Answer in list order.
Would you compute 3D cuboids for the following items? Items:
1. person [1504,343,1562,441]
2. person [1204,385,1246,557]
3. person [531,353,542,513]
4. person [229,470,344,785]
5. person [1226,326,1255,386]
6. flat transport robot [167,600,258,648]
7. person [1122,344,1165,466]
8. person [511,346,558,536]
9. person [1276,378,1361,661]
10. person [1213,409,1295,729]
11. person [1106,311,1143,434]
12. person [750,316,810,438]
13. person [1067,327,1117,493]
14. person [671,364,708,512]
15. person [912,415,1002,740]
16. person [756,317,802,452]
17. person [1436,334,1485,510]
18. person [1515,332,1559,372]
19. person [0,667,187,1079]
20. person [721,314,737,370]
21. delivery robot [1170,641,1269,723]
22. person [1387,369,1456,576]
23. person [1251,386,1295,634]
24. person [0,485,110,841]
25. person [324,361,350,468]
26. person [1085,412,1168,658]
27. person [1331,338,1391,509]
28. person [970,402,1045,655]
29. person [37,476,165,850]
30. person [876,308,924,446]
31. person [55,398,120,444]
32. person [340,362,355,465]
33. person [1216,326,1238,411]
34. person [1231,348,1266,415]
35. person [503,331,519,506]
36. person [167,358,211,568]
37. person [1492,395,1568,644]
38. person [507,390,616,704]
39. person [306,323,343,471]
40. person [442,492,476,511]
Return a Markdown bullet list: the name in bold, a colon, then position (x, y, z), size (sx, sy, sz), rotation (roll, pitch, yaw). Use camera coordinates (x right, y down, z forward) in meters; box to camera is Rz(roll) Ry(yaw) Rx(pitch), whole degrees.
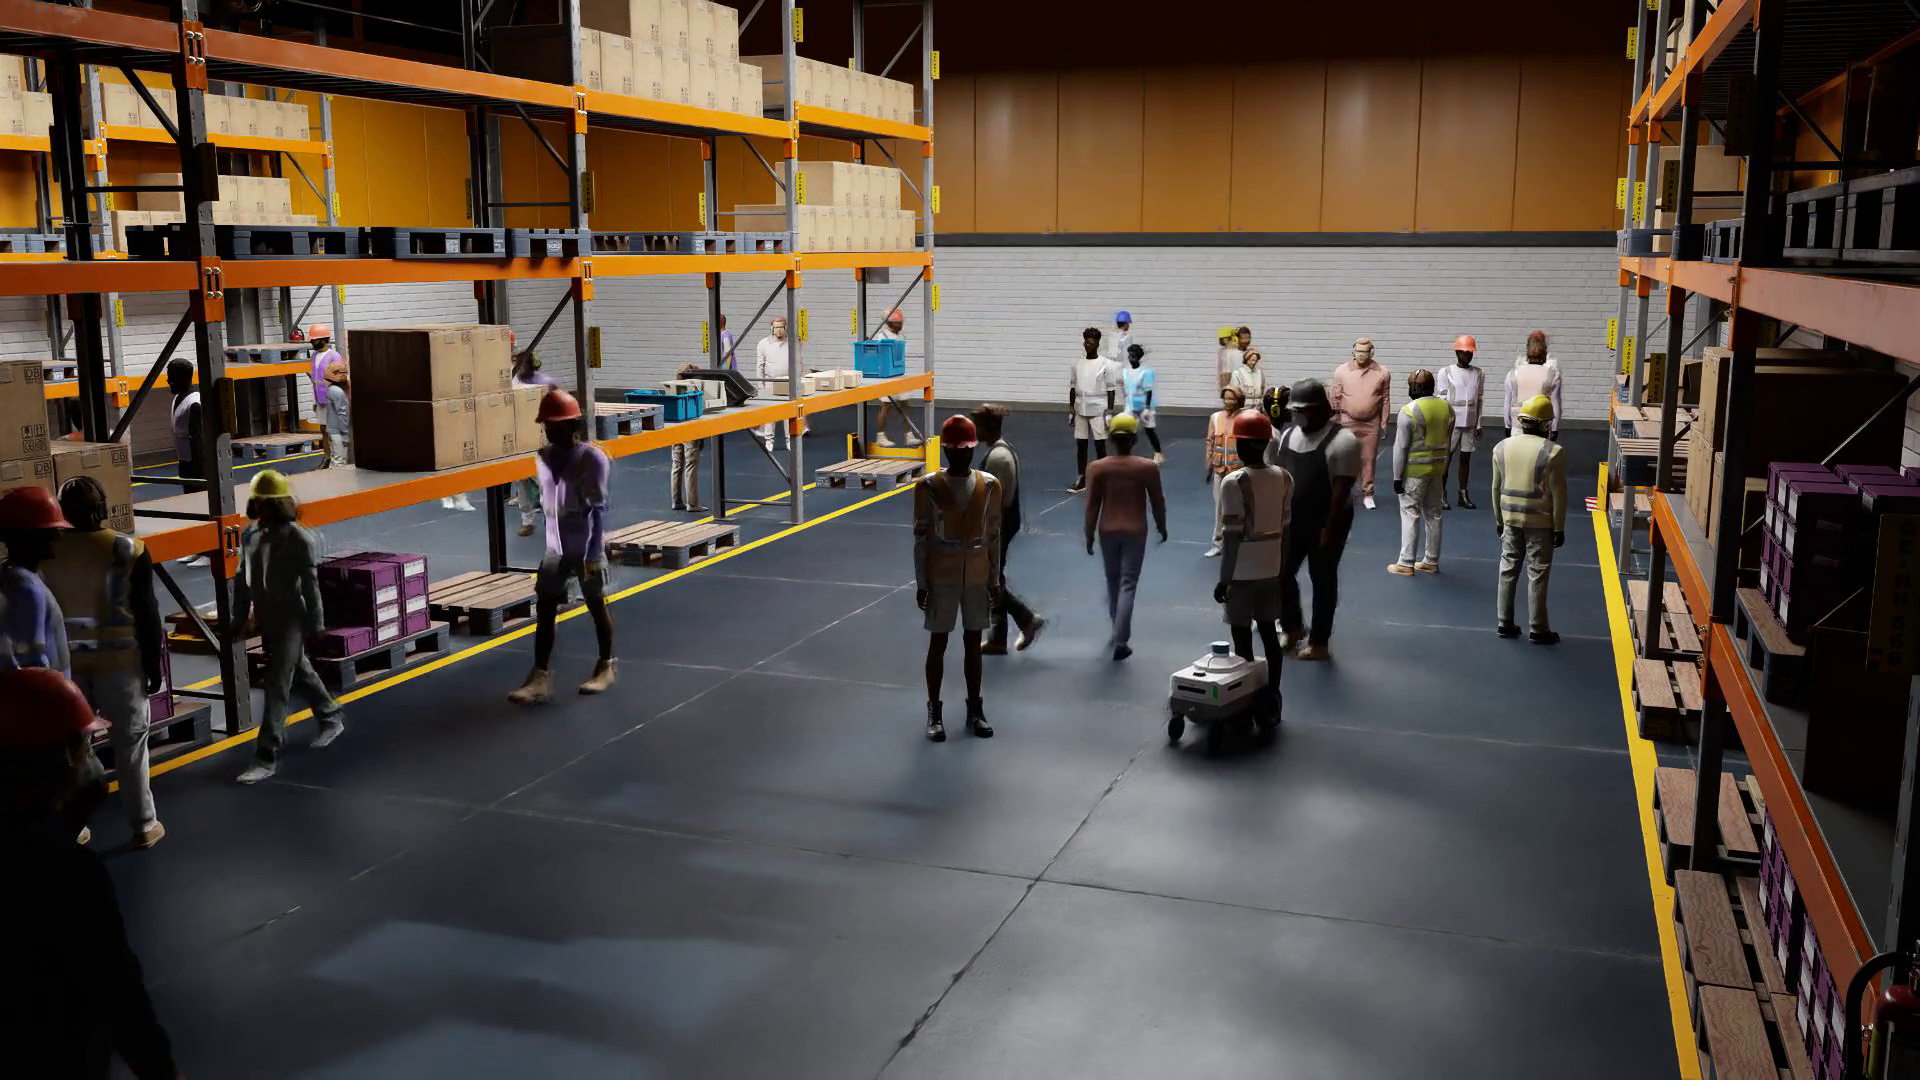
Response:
- **person**: position (6.400, -1.277, 18.607), size (0.630, 1.835, 0.429), rotation (7, 12, 33)
- **person**: position (2.531, -0.630, 15.507), size (0.522, 1.637, 0.310), rotation (8, 13, 37)
- **person**: position (-4.678, -1.179, 18.262), size (0.526, 1.760, 0.341), rotation (10, 14, 44)
- **person**: position (-3.791, 0.435, 9.345), size (0.483, 1.697, 0.914), rotation (5, 11, 24)
- **person**: position (3.790, -1.920, 22.170), size (0.551, 1.848, 0.397), rotation (-6, 11, -29)
- **flat transport robot**: position (-5.353, 0.564, 12.622), size (0.652, 0.197, 1.431), rotation (3, 10, 14)
- **person**: position (2.338, -1.738, 21.694), size (0.897, 1.645, 0.565), rotation (-10, 14, -44)
- **person**: position (-4.348, -0.998, 16.778), size (0.646, 1.920, 0.487), rotation (1, 10, 8)
- **person**: position (2.459, -0.151, 11.668), size (0.542, 2.000, 0.680), rotation (-10, 14, -44)
- **person**: position (1.760, 0.174, 10.133), size (0.552, 1.935, 0.374), rotation (-7, 12, -34)
- **person**: position (2.534, -2.602, 25.878), size (1.013, 1.890, 0.635), rotation (-7, 12, -34)
- **person**: position (-2.708, -2.463, 25.213), size (0.995, 1.861, 0.660), rotation (5, 11, 28)
- **person**: position (1.537, -1.516, 19.567), size (0.610, 1.966, 0.363), rotation (7, 12, 33)
- **person**: position (-3.000, -1.120, 18.280), size (0.517, 1.634, 0.311), rotation (8, 13, 37)
- **person**: position (-0.004, 0.222, 9.863), size (0.546, 1.938, 0.361), rotation (-3, 10, -15)
- **person**: position (-2.548, -2.194, 23.555), size (0.653, 1.906, 0.408), rotation (-3, 10, -14)
- **person**: position (5.543, -1.301, 18.425), size (0.545, 1.942, 0.350), rotation (-2, 10, -9)
- **person**: position (7.158, -1.675, 20.830), size (0.989, 1.831, 0.575), rotation (-8, 13, -37)
- **person**: position (-2.180, 1.268, 3.964), size (0.603, 1.946, 1.034), rotation (8, 13, 38)
- **person**: position (-3.732, -2.664, 26.380), size (0.377, 1.841, 0.567), rotation (-4, 11, -19)
- **delivery robot**: position (1.554, 0.851, 9.948), size (0.477, 0.478, 0.707), rotation (7, 13, 36)
- **person**: position (4.075, -0.592, 14.749), size (0.624, 1.837, 0.429), rotation (-5, 11, -27)
- **person**: position (2.378, -0.233, 12.607), size (0.327, 1.874, 0.518), rotation (2, 10, 9)
- **person**: position (-3.902, 0.722, 7.093), size (0.402, 1.918, 0.557), rotation (-10, 14, -43)
- **person**: position (-6.938, -1.177, 18.594), size (0.271, 1.632, 0.503), rotation (-6, 12, -32)
- **person**: position (1.205, -0.056, 12.051), size (0.536, 1.720, 0.918), rotation (4, 11, 21)
- **person**: position (4.439, -1.288, 18.457), size (0.648, 1.904, 0.401), rotation (2, 10, 9)
- **person**: position (0.300, -0.063, 11.778), size (0.490, 1.824, 0.554), rotation (0, 10, 1)
- **person**: position (-4.170, 0.603, 8.026), size (0.622, 1.835, 0.430), rotation (-2, 10, -12)
- **person**: position (-0.894, -2.343, 24.156), size (0.704, 2.019, 0.625), rotation (7, 13, 36)
- **person**: position (-7.338, -0.374, 14.030), size (0.552, 1.629, 0.964), rotation (-9, 14, -43)
- **person**: position (-6.758, -1.360, 18.753), size (0.622, 1.969, 0.879), rotation (-5, 11, -25)
- **person**: position (4.163, -2.373, 25.093), size (0.837, 1.722, 0.541), rotation (-5, 11, -26)
- **person**: position (3.625, -1.599, 20.952), size (0.515, 1.639, 0.315), rotation (-5, 11, -26)
- **person**: position (-5.102, -1.386, 18.748), size (0.612, 1.996, 0.376), rotation (6, 12, 31)
- **person**: position (-6.983, -0.704, 15.175), size (0.391, 1.911, 0.582), rotation (-7, 13, -36)
- **person**: position (4.208, -0.152, 12.260), size (0.403, 1.833, 0.590), rotation (-8, 13, -39)
- **person**: position (-2.529, 0.059, 10.564), size (0.623, 2.000, 0.944), rotation (5, 11, 26)
- **person**: position (-8.068, -1.785, 21.170), size (0.547, 1.934, 0.375), rotation (7, 12, 33)
- **person**: position (-5.601, -1.243, 18.389), size (0.632, 1.835, 0.510), rotation (9, 13, 41)
